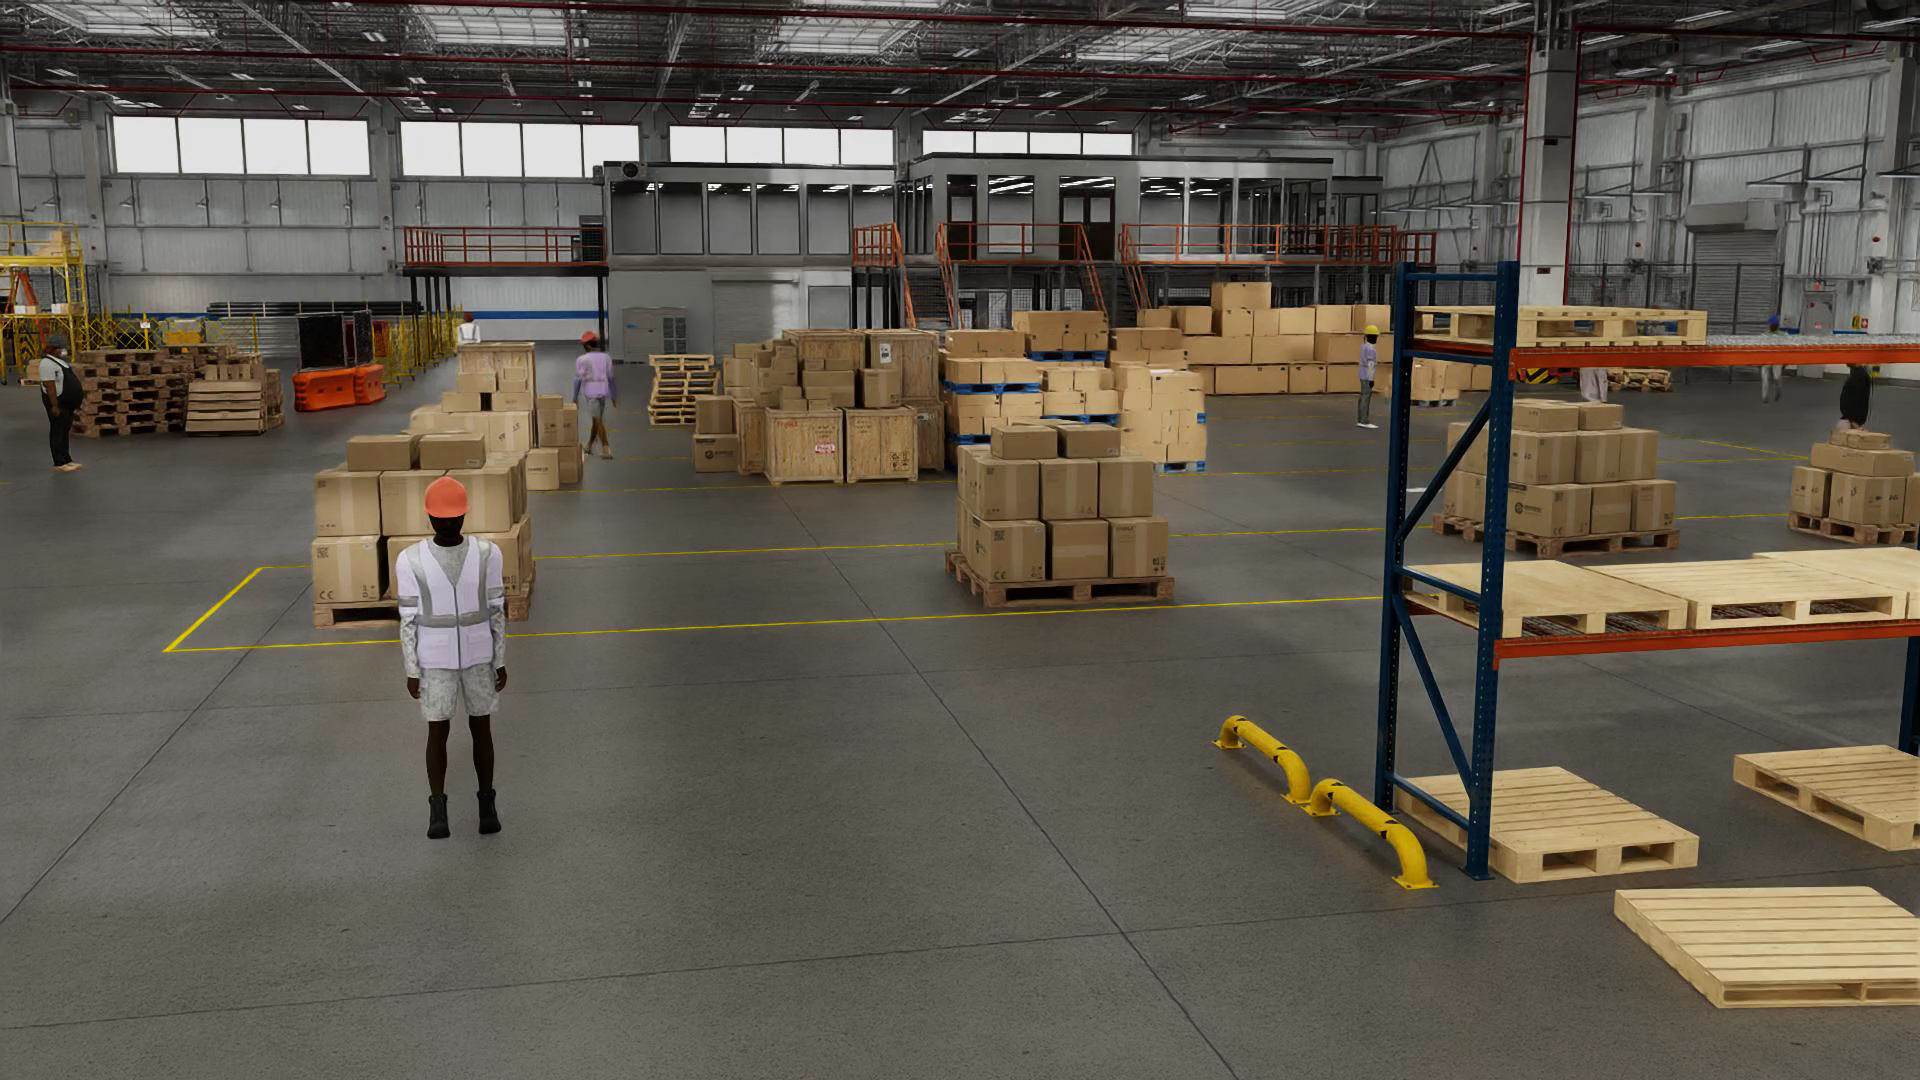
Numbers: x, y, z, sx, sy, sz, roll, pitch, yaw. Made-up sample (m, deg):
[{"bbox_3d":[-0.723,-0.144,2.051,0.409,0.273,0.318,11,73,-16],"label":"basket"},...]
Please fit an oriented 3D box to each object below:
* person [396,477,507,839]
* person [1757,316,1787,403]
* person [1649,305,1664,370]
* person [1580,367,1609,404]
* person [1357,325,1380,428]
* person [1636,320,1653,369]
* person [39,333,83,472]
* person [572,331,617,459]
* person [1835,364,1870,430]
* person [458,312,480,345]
[{"bbox_3d":[-2.654,0.622,8.749,0.539,1.929,0.388,-4,10,-23],"label":"person"},{"bbox_3d":[17.990,-3.996,36.856,0.606,1.936,0.463,7,12,37],"label":"person"},{"bbox_3d":[19.029,-5.448,45.573,0.431,1.973,0.637,6,11,33],"label":"person"},{"bbox_3d":[9.852,-2.187,25.822,0.372,1.940,0.631,-2,10,-12],"label":"person"},{"bbox_3d":[7.653,-3.059,31.164,0.373,1.928,0.584,0,9,0],"label":"person"},{"bbox_3d":[19.173,-5.531,46.290,0.492,1.911,0.554,5,11,28],"label":"person"},{"bbox_3d":[-13.232,-2.028,24.541,0.537,2.000,0.683,-2,10,-14],"label":"person"},{"bbox_3d":[-5.827,-2.286,26.264,1.066,1.982,0.619,9,13,43],"label":"person"},{"bbox_3d":[12.008,-1.651,22.423,0.428,1.978,0.625,9,13,43],"label":"person"},{"bbox_3d":[-12.531,-4.893,42.539,0.578,1.871,0.426,0,9,-1],"label":"person"}]
